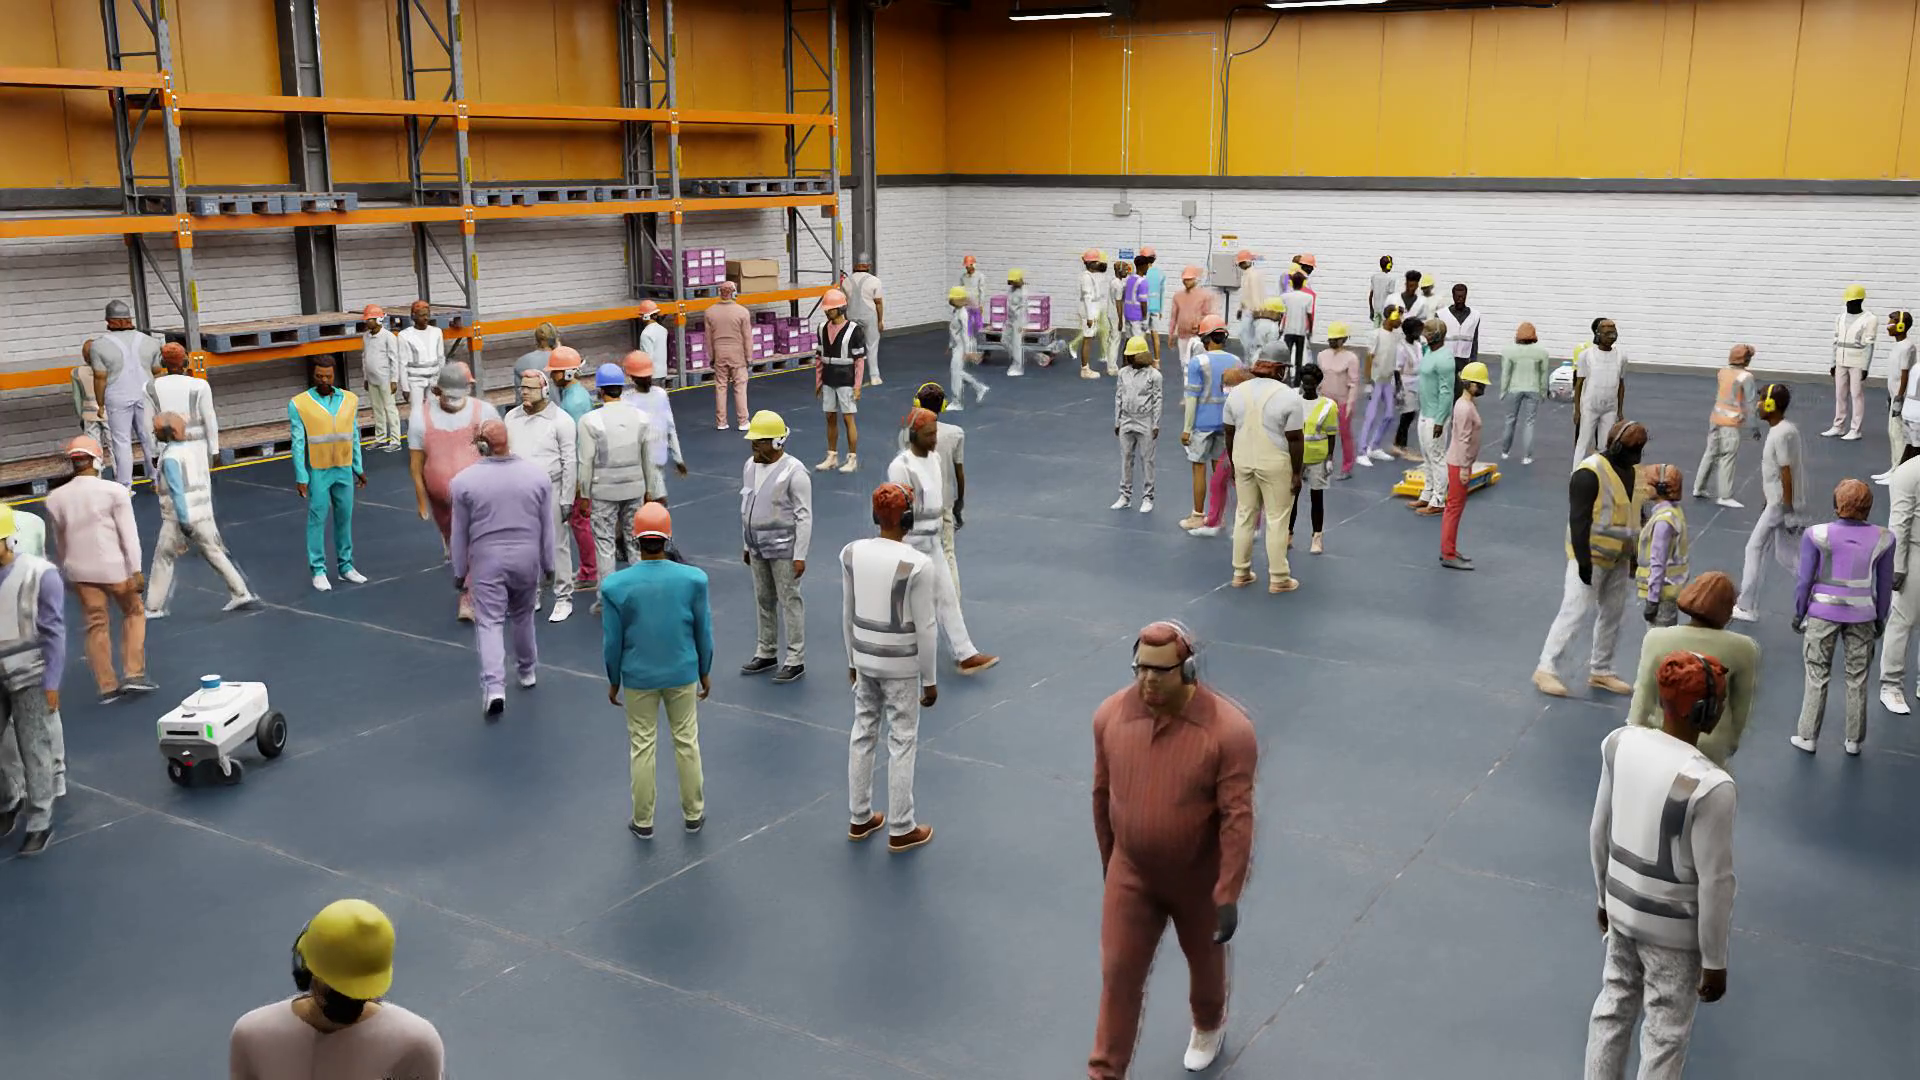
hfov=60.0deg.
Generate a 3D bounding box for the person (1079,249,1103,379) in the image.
[{"bbox_3d":[2.064,-3.569,26.280,0.371,2.044,0.607,1,13,6],"label":"person"}]

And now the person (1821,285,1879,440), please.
[{"bbox_3d":[11.032,-2.199,20.617,0.388,1.919,0.584,-5,14,-21],"label":"person"}]

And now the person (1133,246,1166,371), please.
[{"bbox_3d":[3.047,-3.763,27.151,0.613,2.034,0.407,-7,15,-27],"label":"person"}]

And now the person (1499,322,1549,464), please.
[{"bbox_3d":[6.480,-1.698,19.151,0.513,1.615,0.624,4,14,16],"label":"person"}]

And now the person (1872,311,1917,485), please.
[{"bbox_3d":[10.018,-1.511,17.776,0.359,1.862,0.515,5,14,22],"label":"person"}]

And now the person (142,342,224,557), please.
[{"bbox_3d":[-6.792,-0.789,14.568,0.584,1.884,0.349,-3,13,-11],"label":"person"}]

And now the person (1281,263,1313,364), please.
[{"bbox_3d":[5.509,-3.662,27.300,0.451,1.769,0.728,-4,14,-16],"label":"person"}]

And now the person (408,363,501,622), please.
[{"bbox_3d":[-3.806,-0.422,12.635,0.701,2.000,1.016,-1,13,-5],"label":"person"}]

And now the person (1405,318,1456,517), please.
[{"bbox_3d":[4.616,-1.194,16.210,0.369,1.938,0.630,0,13,2],"label":"person"}]

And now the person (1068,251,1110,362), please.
[{"bbox_3d":[2.287,-3.990,28.445,0.812,1.897,0.593,8,15,32],"label":"person"}]

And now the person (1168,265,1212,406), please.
[{"bbox_3d":[3.167,-2.841,23.256,0.651,1.978,0.593,10,16,37],"label":"person"}]

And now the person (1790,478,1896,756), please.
[{"bbox_3d":[5.134,0.456,9.706,0.515,1.640,0.314,3,13,14],"label":"person"}]

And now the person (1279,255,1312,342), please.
[{"bbox_3d":[5.689,-3.886,28.110,0.623,1.839,0.429,11,17,40],"label":"person"}]

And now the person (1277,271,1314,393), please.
[{"bbox_3d":[4.900,-3.022,24.375,0.548,1.839,0.868,2,13,9],"label":"person"}]

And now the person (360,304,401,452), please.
[{"bbox_3d":[-6.913,-1.927,19.791,0.575,1.749,0.333,8,15,31],"label":"person"}]

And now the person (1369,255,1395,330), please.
[{"bbox_3d":[7.012,-3.777,27.566,0.315,1.870,0.533,-10,16,-36],"label":"person"}]

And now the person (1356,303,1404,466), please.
[{"bbox_3d":[4.768,-1.771,18.954,0.599,1.838,0.354,-11,17,-39],"label":"person"}]

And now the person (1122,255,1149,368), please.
[{"bbox_3d":[2.800,-3.527,26.322,0.411,1.952,0.615,-4,14,-19],"label":"person"}]

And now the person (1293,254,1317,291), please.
[{"bbox_3d":[5.540,-3.637,26.821,0.370,1.932,0.543,0,13,2],"label":"person"}]

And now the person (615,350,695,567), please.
[{"bbox_3d":[-2.657,-0.680,14.102,0.939,1.889,0.555,7,15,29],"label":"person"}]

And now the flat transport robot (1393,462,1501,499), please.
[{"bbox_3d":[5.163,-0.665,17.569,0.652,0.197,1.431,9,16,35],"label":"flat transport robot"}]

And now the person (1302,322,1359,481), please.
[{"bbox_3d":[3.967,-1.459,17.818,0.559,1.727,0.877,12,18,42],"label":"person"}]

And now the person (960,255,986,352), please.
[{"bbox_3d":[0.211,-4.244,29.876,0.560,1.740,0.363,9,16,35],"label":"person"}]

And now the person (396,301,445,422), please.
[{"bbox_3d":[-6.099,-1.776,18.895,0.373,1.876,0.571,10,17,38],"label":"person"}]

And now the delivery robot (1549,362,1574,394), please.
[{"bbox_3d":[8.702,-2.320,23.920,0.477,0.478,0.707,6,14,26],"label":"delivery robot"}]

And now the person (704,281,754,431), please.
[{"bbox_3d":[-2.924,-2.341,21.258,0.639,1.908,0.409,3,13,14],"label":"person"}]

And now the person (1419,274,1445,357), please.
[{"bbox_3d":[7.171,-3.241,25.586,0.528,1.717,0.924,6,14,25],"label":"person"}]

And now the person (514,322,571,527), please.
[{"bbox_3d":[-3.884,-1.084,15.739,0.635,1.934,0.351,4,13,15],"label":"person"}]

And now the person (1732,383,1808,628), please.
[{"bbox_3d":[6.179,-0.246,12.394,0.801,1.819,0.517,11,17,39],"label":"person"}]

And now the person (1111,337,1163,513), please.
[{"bbox_3d":[1.741,-1.138,16.410,0.494,1.736,0.308,8,15,31],"label":"person"}]

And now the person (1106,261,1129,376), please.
[{"bbox_3d":[2.520,-3.548,26.657,0.341,1.839,0.501,-2,13,-7],"label":"person"}]

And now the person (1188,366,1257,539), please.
[{"bbox_3d":[2.425,-0.777,15.126,0.709,1.605,0.499,-3,13,-15],"label":"person"}]

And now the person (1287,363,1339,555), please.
[{"bbox_3d":[3.053,-0.717,14.668,0.533,1.698,0.318,6,14,23],"label":"person"}]

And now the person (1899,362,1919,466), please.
[{"bbox_3d":[9.790,-1.234,16.936,0.326,1.685,0.535,3,13,11],"label":"person"}]

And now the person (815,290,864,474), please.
[{"bbox_3d":[-1.360,-1.744,18.382,0.616,2.033,0.383,8,15,31],"label":"person"}]

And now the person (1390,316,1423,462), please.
[{"bbox_3d":[5.174,-1.743,19.164,0.380,1.696,0.569,11,17,39],"label":"person"}]

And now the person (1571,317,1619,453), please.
[{"bbox_3d":[7.234,-1.703,18.973,0.542,1.685,0.353,0,13,-2],"label":"person"}]

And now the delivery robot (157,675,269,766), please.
[{"bbox_3d":[-4.247,1.011,9.470,0.477,0.478,0.707,1,13,4],"label":"delivery robot"}]
